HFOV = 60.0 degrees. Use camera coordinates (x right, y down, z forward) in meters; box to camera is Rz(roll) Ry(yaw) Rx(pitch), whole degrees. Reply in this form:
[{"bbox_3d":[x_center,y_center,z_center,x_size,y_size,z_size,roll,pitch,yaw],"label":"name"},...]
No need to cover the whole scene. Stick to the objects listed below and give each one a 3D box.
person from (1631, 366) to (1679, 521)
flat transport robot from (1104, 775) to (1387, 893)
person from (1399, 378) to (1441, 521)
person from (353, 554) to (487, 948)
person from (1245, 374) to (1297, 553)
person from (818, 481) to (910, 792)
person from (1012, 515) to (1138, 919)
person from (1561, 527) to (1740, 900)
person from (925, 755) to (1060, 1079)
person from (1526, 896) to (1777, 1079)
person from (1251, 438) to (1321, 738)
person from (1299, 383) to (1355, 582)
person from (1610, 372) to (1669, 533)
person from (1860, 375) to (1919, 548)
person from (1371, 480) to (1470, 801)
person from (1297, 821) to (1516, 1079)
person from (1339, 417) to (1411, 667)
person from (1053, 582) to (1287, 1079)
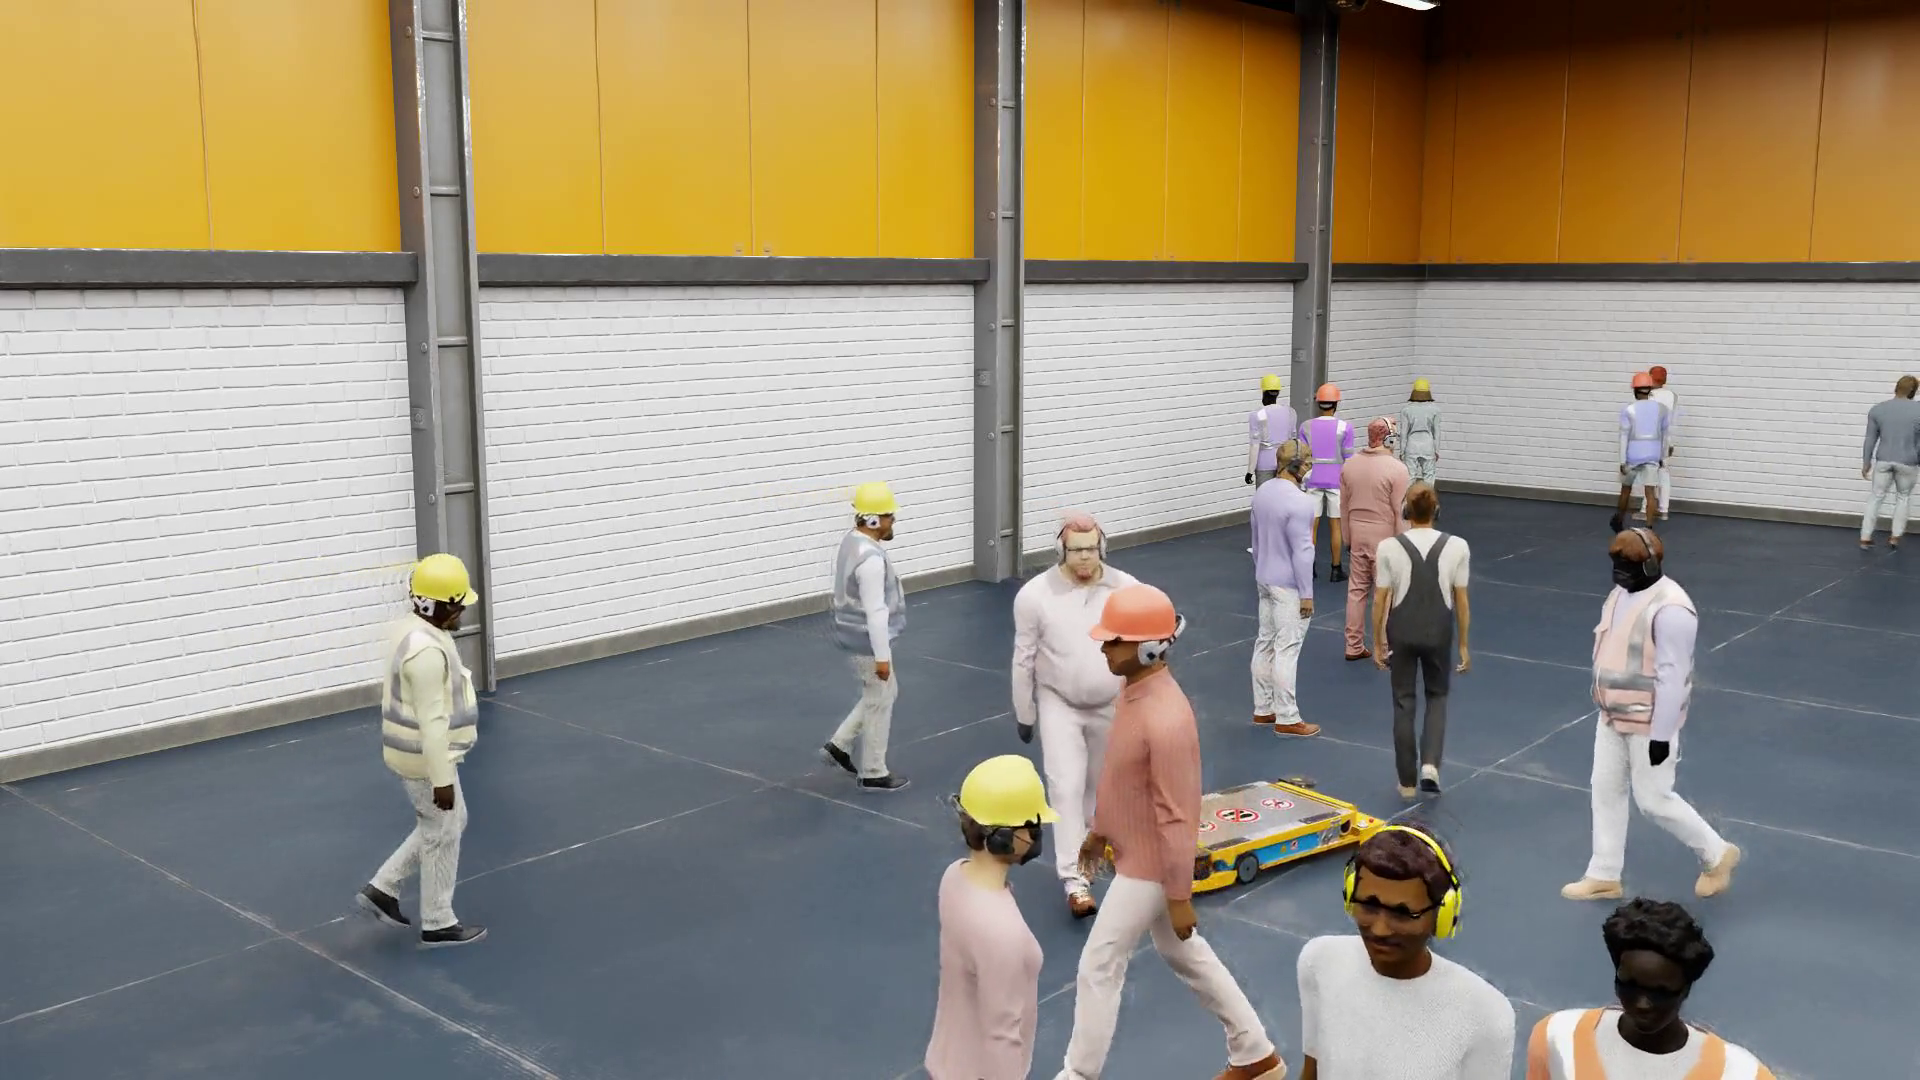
[{"bbox_3d":[8.435,-1.169,20.186,0.582,1.882,0.338,-3,10,-20],"label":"person"},{"bbox_3d":[1.476,1.488,8.553,1.431,0.197,0.652,-7,11,-36],"label":"flat transport robot"},{"bbox_3d":[5.542,-1.079,20.061,0.484,1.745,0.296,2,9,12],"label":"person"},{"bbox_3d":[-2.343,0.938,7.271,0.528,1.798,0.605,-3,10,-20],"label":"person"},{"bbox_3d":[3.303,-0.800,17.735,0.585,1.929,0.370,-4,10,-24],"label":"person"},{"bbox_3d":[-0.519,0.562,9.528,0.440,1.813,0.611,-2,9,-13],"label":"person"},{"bbox_3d":[0.602,0.814,7.830,0.642,1.856,0.965,-2,9,-13],"label":"person"},{"bbox_3d":[3.289,0.837,7.821,0.749,1.816,0.642,-1,9,-6],"label":"person"},{"bbox_3d":[0.078,1.418,4.370,0.382,1.755,0.525,-3,9,-16],"label":"person"},{"bbox_3d":[1.473,1.570,3.610,0.543,1.687,0.434,7,11,37],"label":"person"},{"bbox_3d":[2.103,0.307,10.768,0.371,1.934,0.627,-3,10,-18],"label":"person"},{"bbox_3d":[3.559,-0.556,16.163,0.545,1.941,0.351,4,10,24],"label":"person"},{"bbox_3d":[7.678,-0.945,18.776,0.568,1.883,0.993,1,9,8],"label":"person"},{"bbox_3d":[10.160,-0.835,18.042,0.642,1.903,0.519,8,12,41],"label":"person"},{"bbox_3d":[2.599,0.573,9.406,0.547,1.832,0.402,2,9,10],"label":"person"},{"bbox_3d":[0.881,1.502,3.535,0.557,1.849,0.606,7,11,37],"label":"person"},{"bbox_3d":[3.197,0.015,12.687,0.409,1.907,0.651,-6,11,-35],"label":"person"},{"bbox_3d":[0.699,1.093,5.810,1.020,1.951,0.623,0,9,0],"label":"person"}]
